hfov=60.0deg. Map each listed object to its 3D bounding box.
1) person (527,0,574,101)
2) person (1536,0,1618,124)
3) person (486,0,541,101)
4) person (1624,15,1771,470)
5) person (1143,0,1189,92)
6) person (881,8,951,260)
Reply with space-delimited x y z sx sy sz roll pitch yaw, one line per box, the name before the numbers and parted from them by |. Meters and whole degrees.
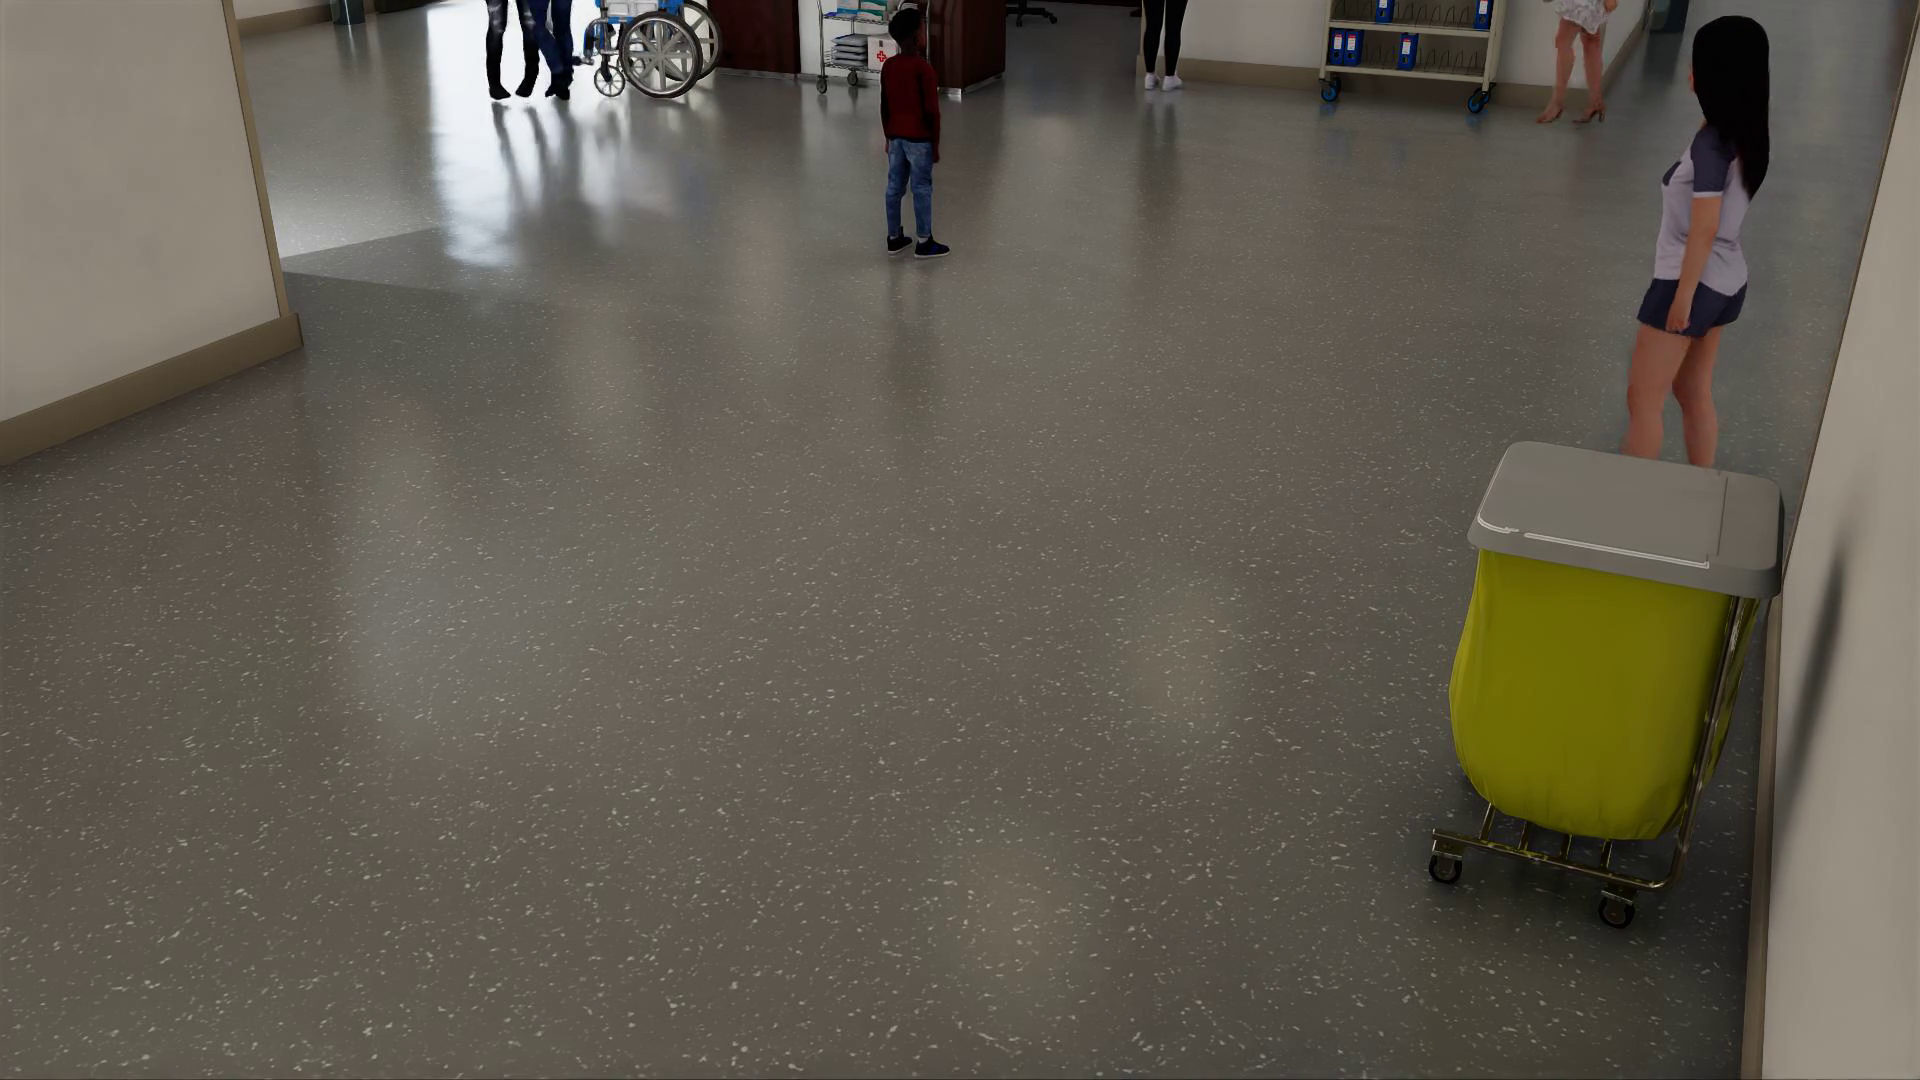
person | -2.949 -4.160 12.158 0.860 1.876 0.933 -20 32 -35
person | 4.407 -3.748 11.442 0.911 1.756 0.830 -5 26 -10
person | -3.313 -4.217 12.286 0.793 1.866 0.850 -5 26 -10
person | 2.447 -0.837 5.461 0.700 1.707 0.661 17 30 31
person | 1.572 -4.283 12.689 0.551 1.637 0.682 8 27 17
person | -0.257 -2.095 8.590 0.477 1.255 0.603 18 31 33
